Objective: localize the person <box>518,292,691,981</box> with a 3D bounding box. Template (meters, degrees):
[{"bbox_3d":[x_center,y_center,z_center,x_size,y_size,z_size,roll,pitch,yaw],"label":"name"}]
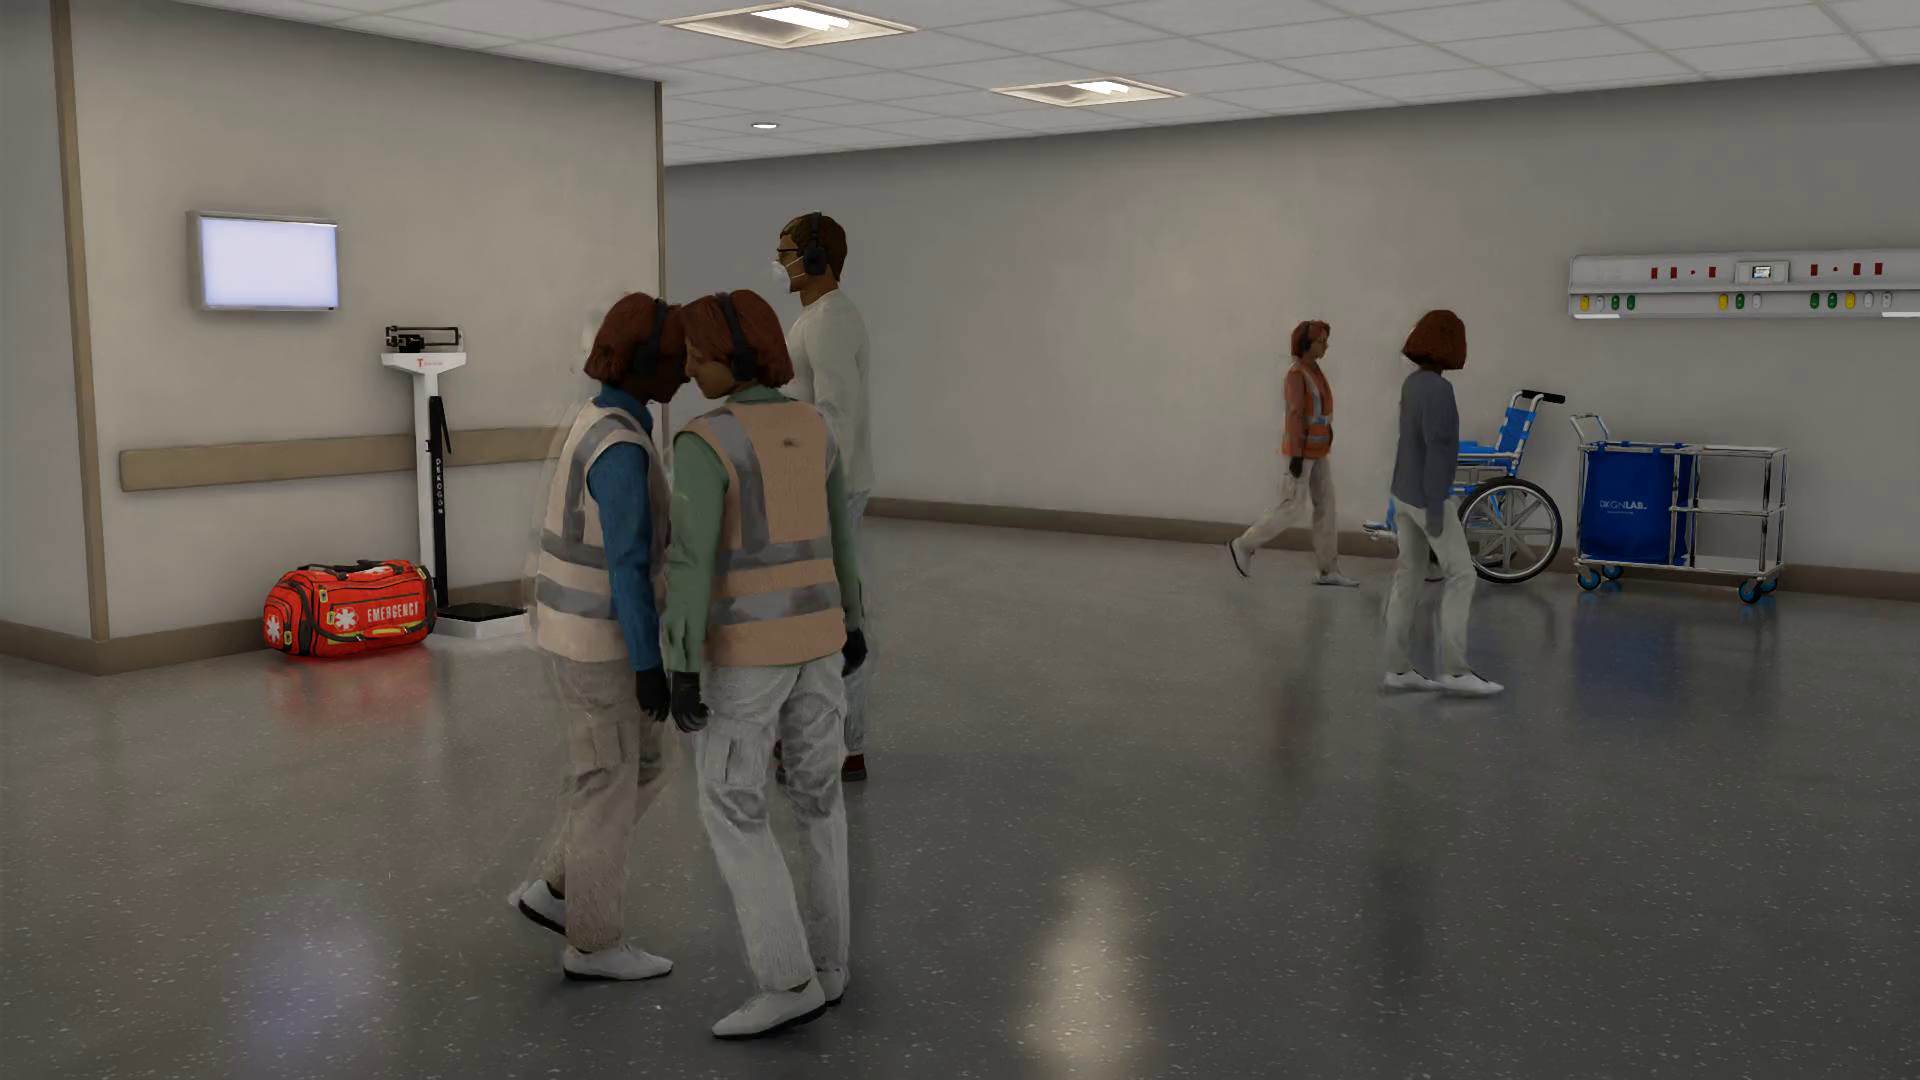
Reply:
[{"bbox_3d":[-0.782,0.244,3.836,0.380,1.617,0.545,-2,7,-13],"label":"person"}]

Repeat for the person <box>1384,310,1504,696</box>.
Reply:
[{"bbox_3d":[2.062,-0.151,6.995,0.558,1.616,0.531,0,7,-2],"label":"person"}]

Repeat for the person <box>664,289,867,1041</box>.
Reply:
[{"bbox_3d":[-0.402,0.263,3.719,0.346,1.626,0.660,5,9,36],"label":"person"}]

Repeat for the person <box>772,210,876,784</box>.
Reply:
[{"bbox_3d":[-0.472,-0.141,5.686,0.370,1.941,0.627,-1,7,-5],"label":"person"}]

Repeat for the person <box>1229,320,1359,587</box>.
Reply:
[{"bbox_3d":[2.035,-0.523,10.055,0.721,1.612,0.526,4,8,30],"label":"person"}]
